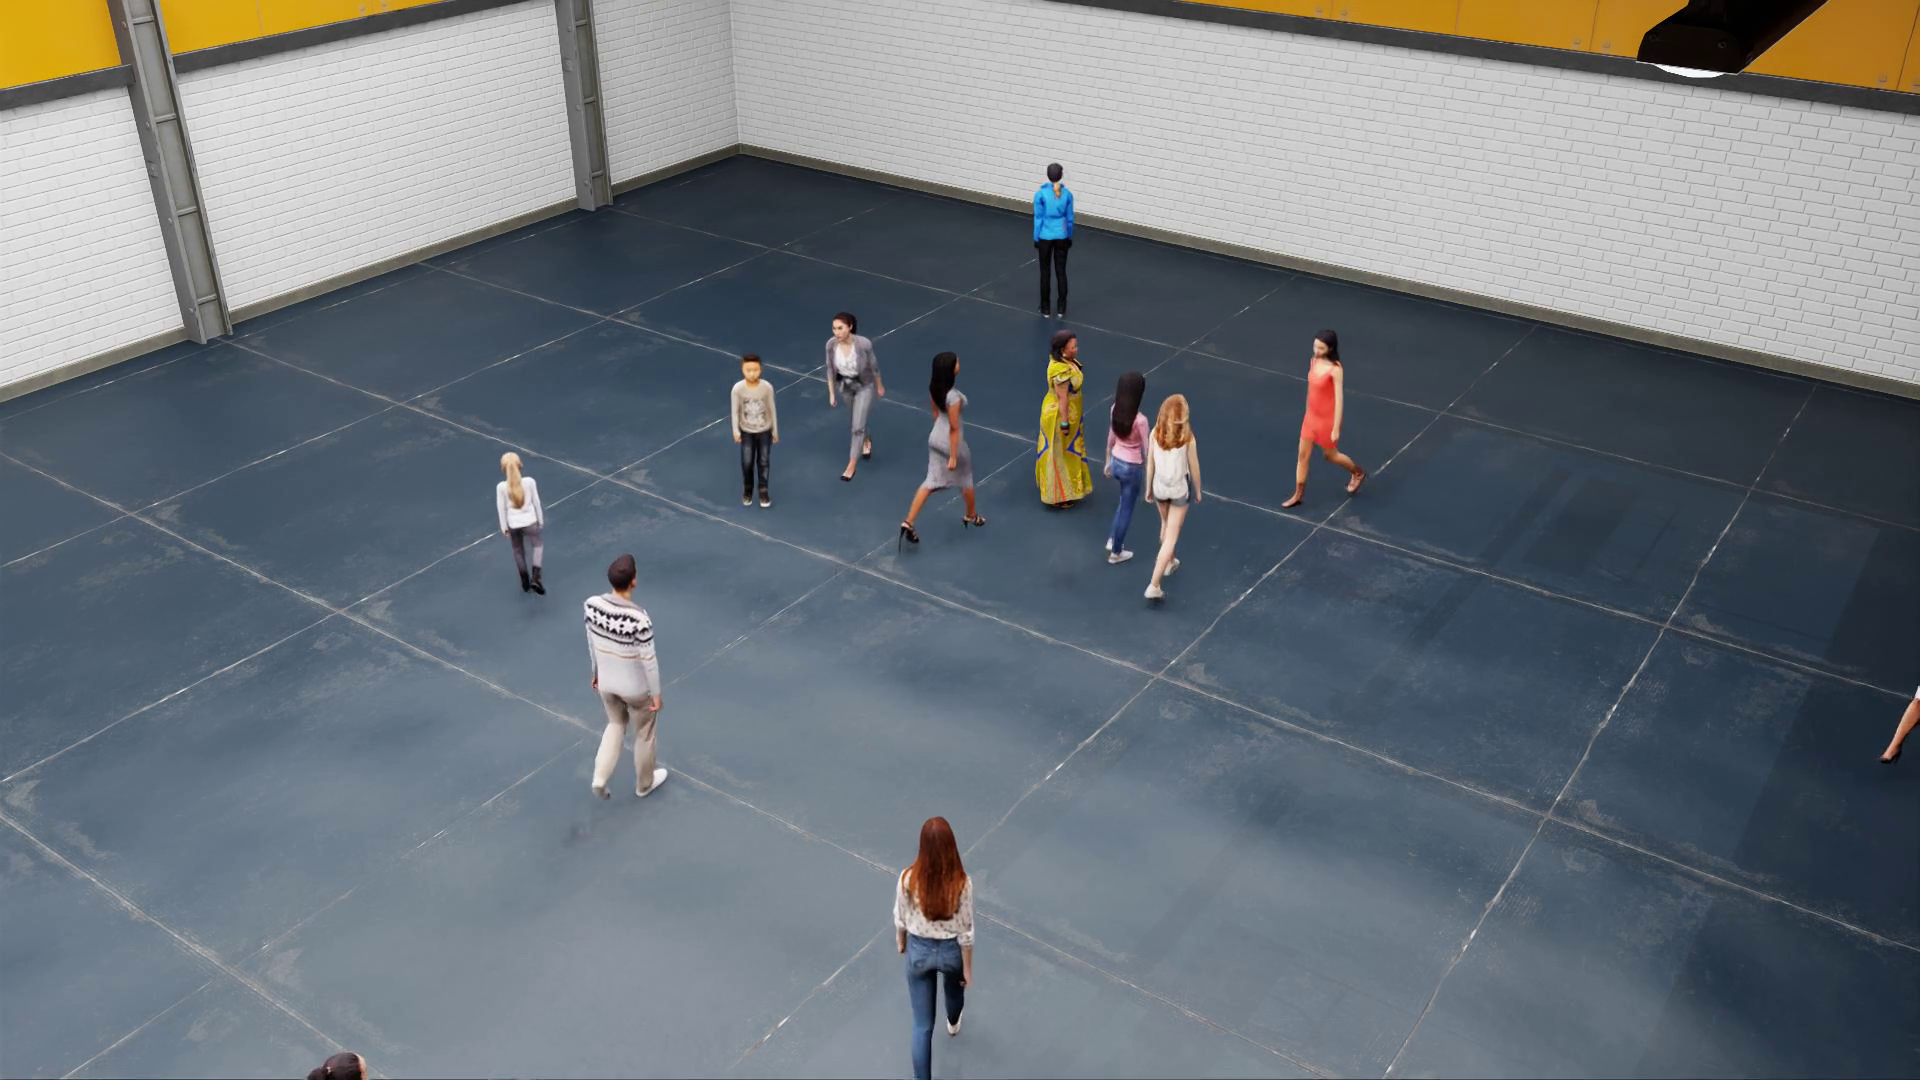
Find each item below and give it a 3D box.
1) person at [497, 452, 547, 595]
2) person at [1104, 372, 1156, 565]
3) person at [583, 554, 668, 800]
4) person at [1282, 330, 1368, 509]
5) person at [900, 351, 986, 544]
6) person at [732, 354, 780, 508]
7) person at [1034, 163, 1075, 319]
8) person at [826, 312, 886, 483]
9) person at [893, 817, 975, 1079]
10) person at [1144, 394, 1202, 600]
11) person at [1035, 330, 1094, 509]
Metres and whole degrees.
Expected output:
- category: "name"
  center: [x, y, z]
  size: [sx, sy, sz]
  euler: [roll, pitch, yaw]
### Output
- category: "person"
  center: [-3.558, -0.106, 13.541]
  size: [0.714, 1.267, 0.764]
  euler: [-7, 29, -12]
- category: "person"
  center: [1.333, -0.572, 13.907]
  size: [0.682, 1.735, 0.669]
  euler: [-20, 34, -32]
- category: "person"
  center: [-2.255, 0.975, 10.965]
  size: [0.784, 1.836, 0.876]
  euler: [13, 31, 22]
- category: "person"
  center: [3.326, -1.087, 14.899]
  size: [1.193, 1.689, 0.954]
  euler: [-16, 33, -27]
- category: "person"
  center: [-0.196, -0.745, 14.219]
  size: [1.198, 1.740, 0.840]
  euler: [-19, 34, -31]
- category: "person"
  center: [-1.844, -1.016, 15.015]
  size: [0.625, 1.453, 0.696]
  euler: [-7, 29, -12]
- category: "person"
  center: [1.072, -3.447, 19.112]
  size: [0.692, 1.797, 0.730]
  euler: [-2, 29, -4]
- category: "person"
  center: [-0.935, -1.393, 15.552]
  size: [0.842, 1.601, 1.175]
  euler: [8, 30, 15]
- category: "person"
  center: [-0.134, 2.262, 8.765]
  size: [0.977, 1.683, 1.206]
  euler: [2, 29, 4]
- category: "person"
  center: [1.685, -0.320, 13.455]
  size: [0.640, 1.725, 1.034]
  euler: [16, 32, 27]
- category: "person"
  center: [0.916, -1.116, 14.984]
  size: [1.056, 1.659, 0.950]
  euler: [1, 29, 2]
